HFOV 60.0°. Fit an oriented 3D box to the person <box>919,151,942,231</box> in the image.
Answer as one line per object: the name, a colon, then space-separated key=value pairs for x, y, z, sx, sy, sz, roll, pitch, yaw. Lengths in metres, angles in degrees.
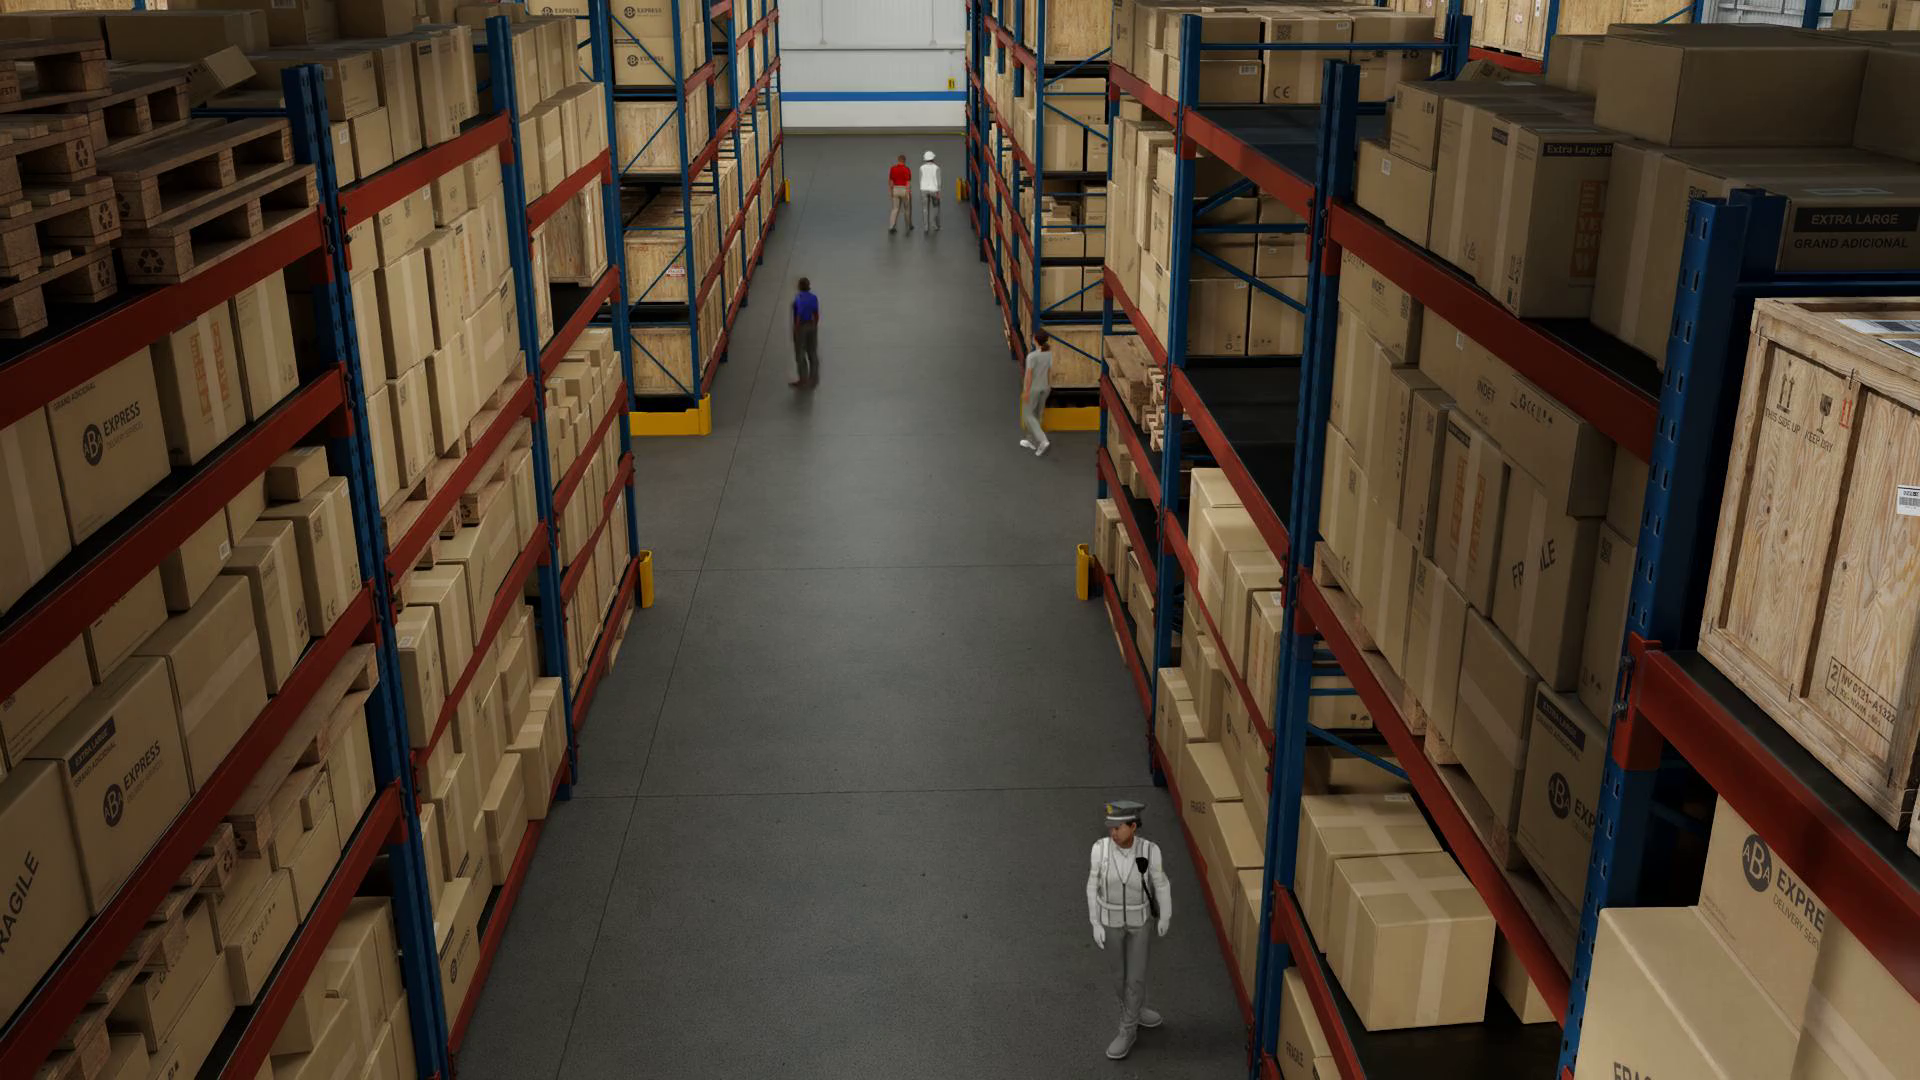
person: x=-0.662 y=-7.907 z=37.626 sx=0.542 sy=1.766 sz=0.706 roll=2 pitch=21 yaw=5

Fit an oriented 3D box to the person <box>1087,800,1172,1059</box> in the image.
person: x=1.045 y=2.368 z=10.287 sx=0.533 sy=1.667 sz=0.516 roll=1 pitch=21 yaw=4

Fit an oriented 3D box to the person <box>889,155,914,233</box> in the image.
person: x=-1.344 y=-7.808 z=37.500 sx=0.547 sy=1.722 sz=0.842 roll=7 pitch=22 yaw=19

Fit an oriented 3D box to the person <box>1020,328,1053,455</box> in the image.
person: x=1.009 y=-1.964 z=21.880 sx=0.443 sy=1.669 sz=0.702 roll=-17 pitch=26 yaw=-38

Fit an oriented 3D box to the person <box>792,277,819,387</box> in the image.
person: x=-2.348 y=-3.142 z=25.069 sx=0.342 sy=1.659 sz=0.439 roll=18 pitch=27 yaw=40
